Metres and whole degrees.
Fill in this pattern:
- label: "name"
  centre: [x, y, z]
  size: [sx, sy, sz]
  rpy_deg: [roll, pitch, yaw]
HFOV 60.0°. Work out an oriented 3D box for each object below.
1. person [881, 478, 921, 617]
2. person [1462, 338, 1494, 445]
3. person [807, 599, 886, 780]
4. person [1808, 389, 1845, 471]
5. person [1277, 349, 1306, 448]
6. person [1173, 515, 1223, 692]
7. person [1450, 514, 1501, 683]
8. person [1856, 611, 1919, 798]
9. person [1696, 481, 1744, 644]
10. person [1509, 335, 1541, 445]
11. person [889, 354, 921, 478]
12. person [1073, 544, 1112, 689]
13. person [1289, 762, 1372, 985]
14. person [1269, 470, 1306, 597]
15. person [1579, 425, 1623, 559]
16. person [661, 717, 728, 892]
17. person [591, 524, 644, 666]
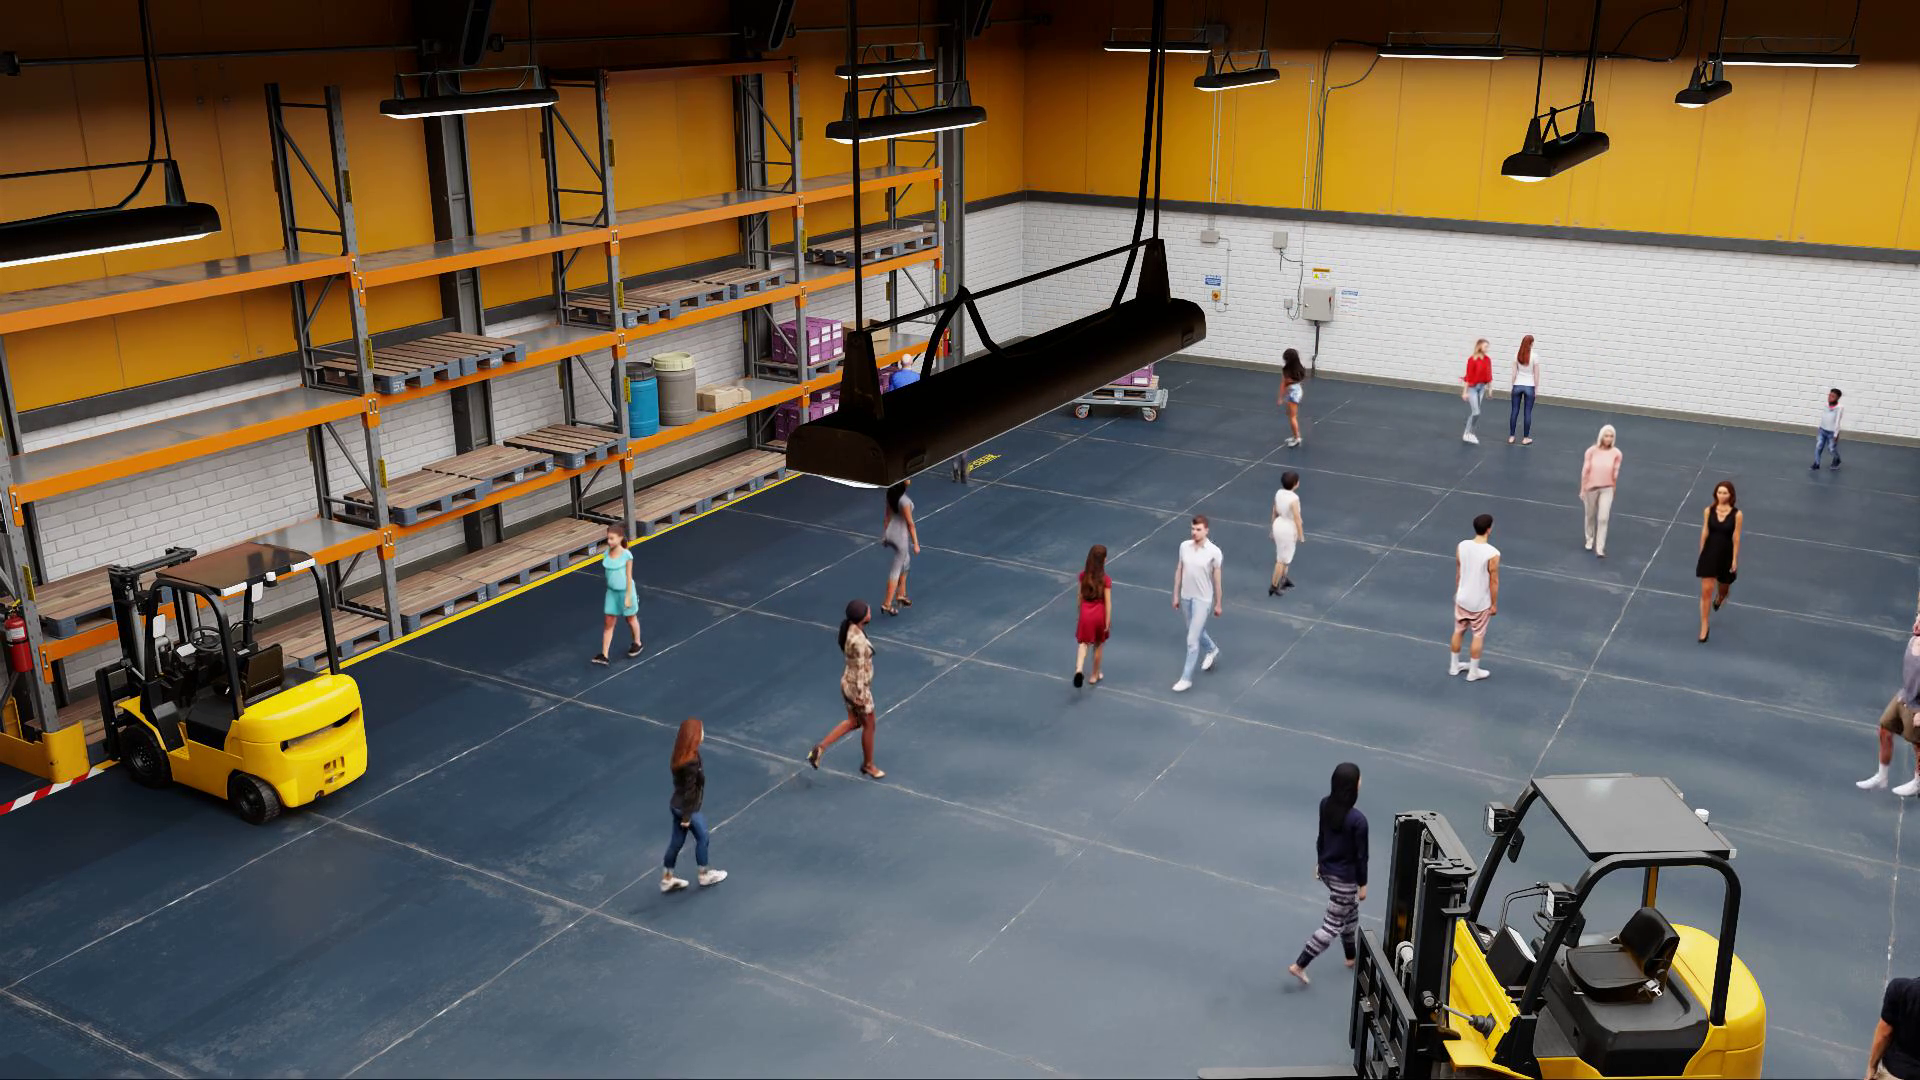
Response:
- label: "person"
  centre: [-0.788, 0.057, 19.028]
  size: [0.840, 1.763, 0.764]
  rpy_deg: [-11, 21, -29]
- label: "person"
  centre: [8.124, -2.374, 26.355]
  size: [0.740, 1.694, 0.821]
  rpy_deg: [-8, 20, -24]
- label: "person"
  centre: [-1.018, 1.391, 15.046]
  size: [1.022, 1.775, 0.950]
  rpy_deg: [-5, 19, -15]
- label: "person"
  centre: [13.065, -1.651, 24.907]
  size: [0.910, 1.247, 0.750]
  rpy_deg: [-10, 21, -27]
- label: "person"
  centre: [5.237, -2.209, 26.040]
  size: [0.526, 1.582, 0.694]
  rpy_deg: [-17, 25, -41]
- label: "person"
  centre: [2.511, 0.611, 17.297]
  size: [0.827, 1.817, 1.234]
  rpy_deg: [16, 24, 39]
- label: "person"
  centre: [5.357, 0.601, 17.381]
  size: [0.677, 1.782, 0.709]
  rpy_deg: [-16, 24, -39]
- label: "person"
  centre: [8.527, 1.427, 14.645]
  size: [0.938, 1.823, 0.885]
  rpy_deg: [-1, 19, -3]
- label: "person"
  centre: [8.431, 0.227, 18.446]
  size: [0.607, 1.811, 1.031]
  rpy_deg: [12, 22, 32]
- label: "person"
  centre: [8.923, -2.390, 26.330]
  size: [0.559, 1.739, 0.515]
  rpy_deg: [11, 22, 30]
- label: "person"
  centre: [-0.801, -1.849, 24.566]
  size: [0.756, 1.840, 0.747]
  rpy_deg: [0, 19, 1]
- label: "person"
  centre: [1.346, 0.812, 17.142]
  size: [0.615, 1.535, 0.868]
  rpy_deg: [7, 20, 21]
- label: "person"
  centre: [2.703, 2.438, 12.049]
  size: [1.125, 1.704, 0.959]
  rpy_deg: [-9, 21, -26]
- label: "person"
  centre: [3.795, -0.056, 19.717]
  size: [0.816, 1.538, 0.751]
  rpy_deg: [-8, 20, -22]
- label: "person"
  centre: [8.149, -0.655, 21.260]
  size: [0.775, 1.687, 1.094]
  rpy_deg: [6, 19, 17]
- label: "person"
  centre: [-2.249, 2.153, 13.298]
  size: [0.871, 1.447, 0.767]
  rpy_deg: [-8, 20, -23]
- label: "person"
  centre: [-3.595, 0.569, 17.890]
  size: [0.645, 1.518, 1.033]
  rpy_deg: [8, 20, 21]
